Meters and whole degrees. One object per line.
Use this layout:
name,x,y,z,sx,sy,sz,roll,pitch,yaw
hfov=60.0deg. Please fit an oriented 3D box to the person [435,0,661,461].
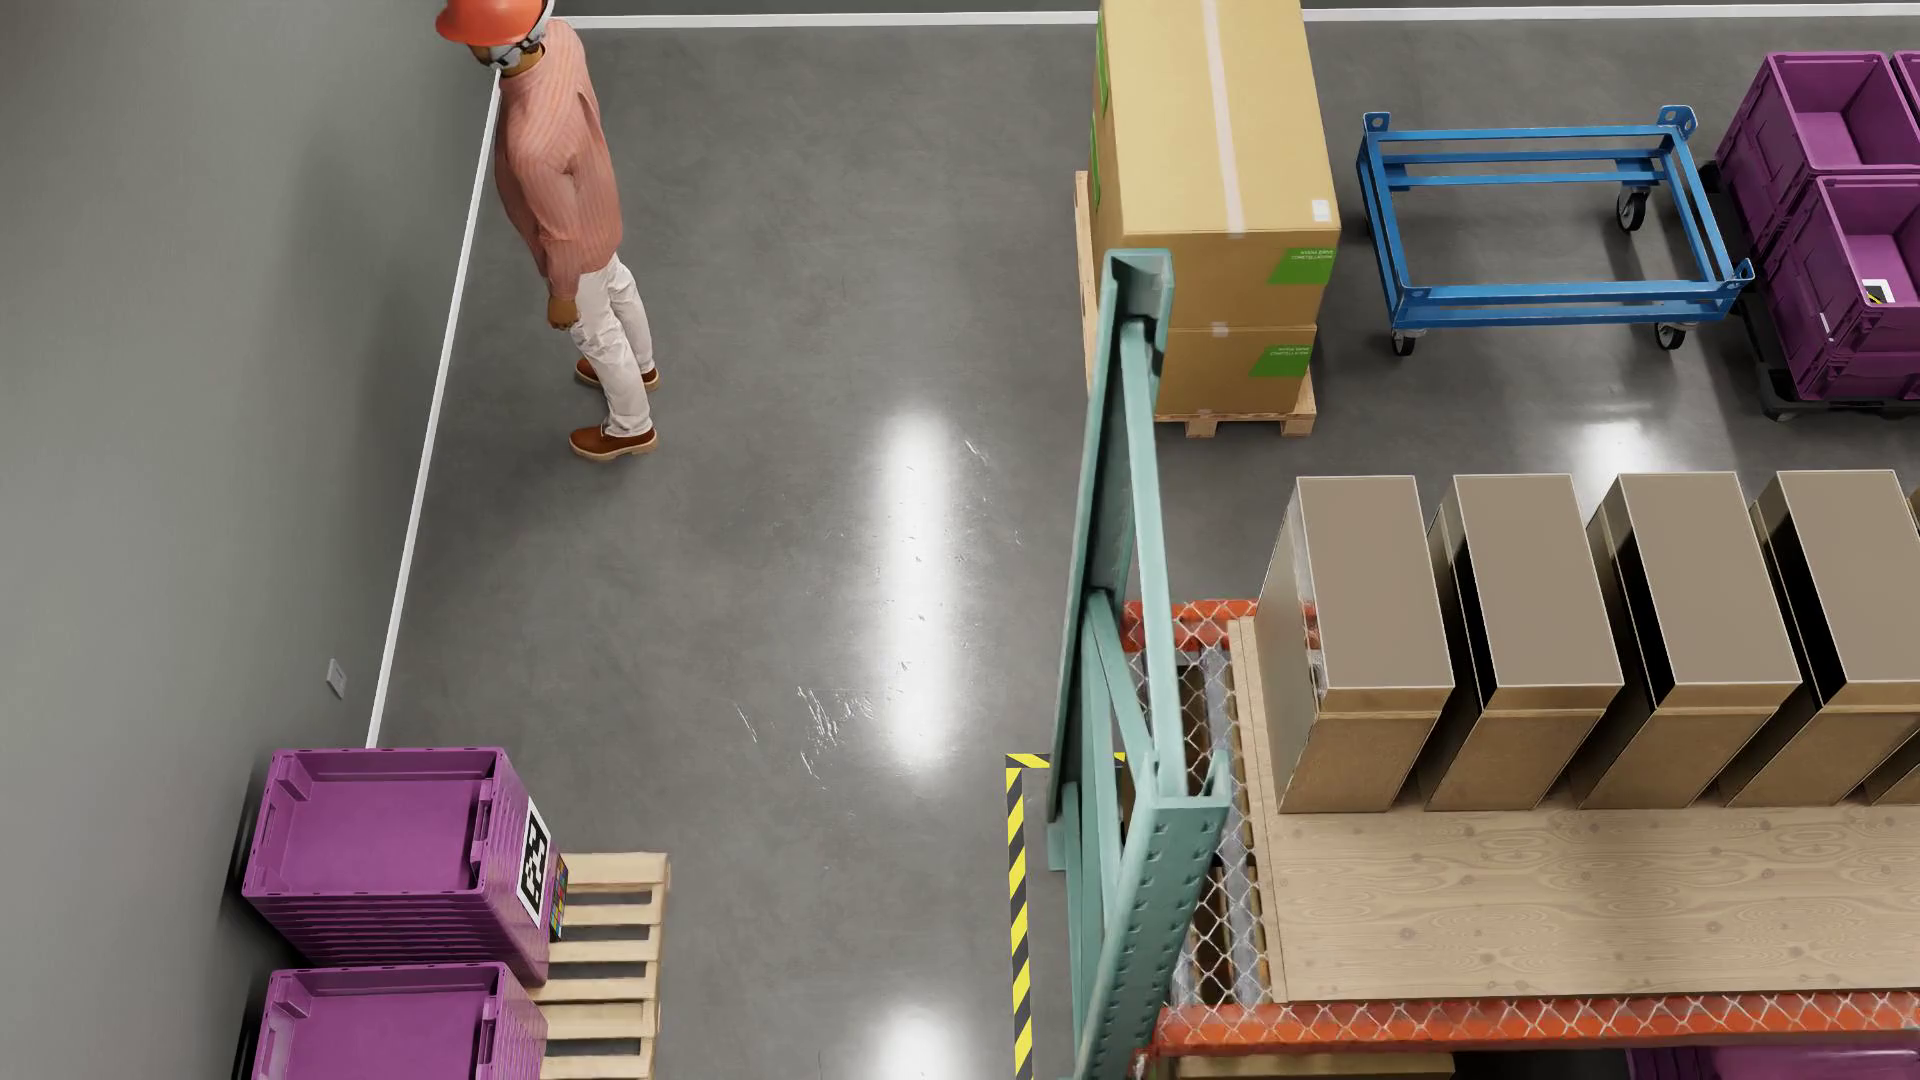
person,-1.245,-0.991,5.254,0.390,1.991,0.623,-1,58,-1
